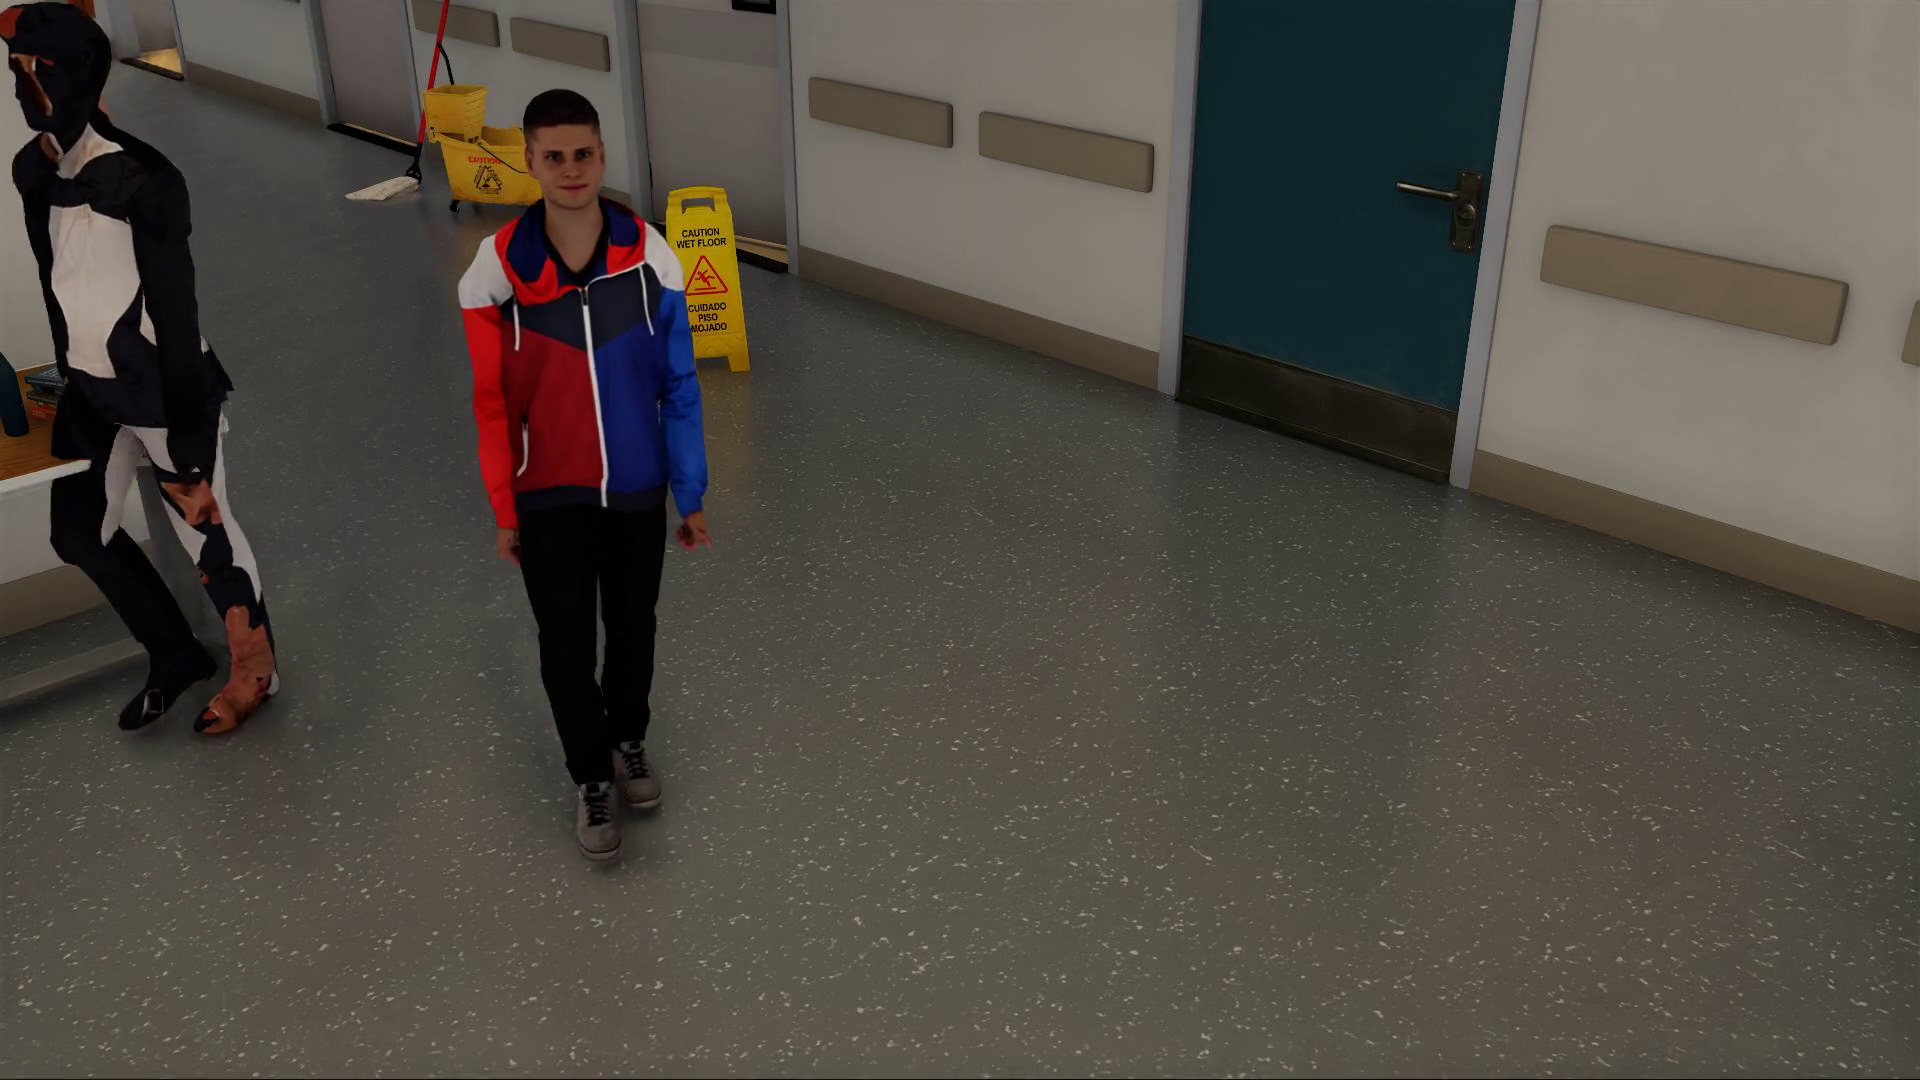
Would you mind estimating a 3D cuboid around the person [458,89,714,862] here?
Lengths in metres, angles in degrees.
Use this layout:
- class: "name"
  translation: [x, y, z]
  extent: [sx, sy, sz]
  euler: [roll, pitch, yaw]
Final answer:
- class: "person"
  translation: [-0.876, -0.165, 3.887]
  extent: [0.767, 1.748, 0.807]
  euler: [-11, 28, -22]

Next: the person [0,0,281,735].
- class: "person"
  translation: [-2.004, -0.392, 4.207]
  extent: [0.731, 1.879, 0.886]
  euler: [11, 28, 21]
